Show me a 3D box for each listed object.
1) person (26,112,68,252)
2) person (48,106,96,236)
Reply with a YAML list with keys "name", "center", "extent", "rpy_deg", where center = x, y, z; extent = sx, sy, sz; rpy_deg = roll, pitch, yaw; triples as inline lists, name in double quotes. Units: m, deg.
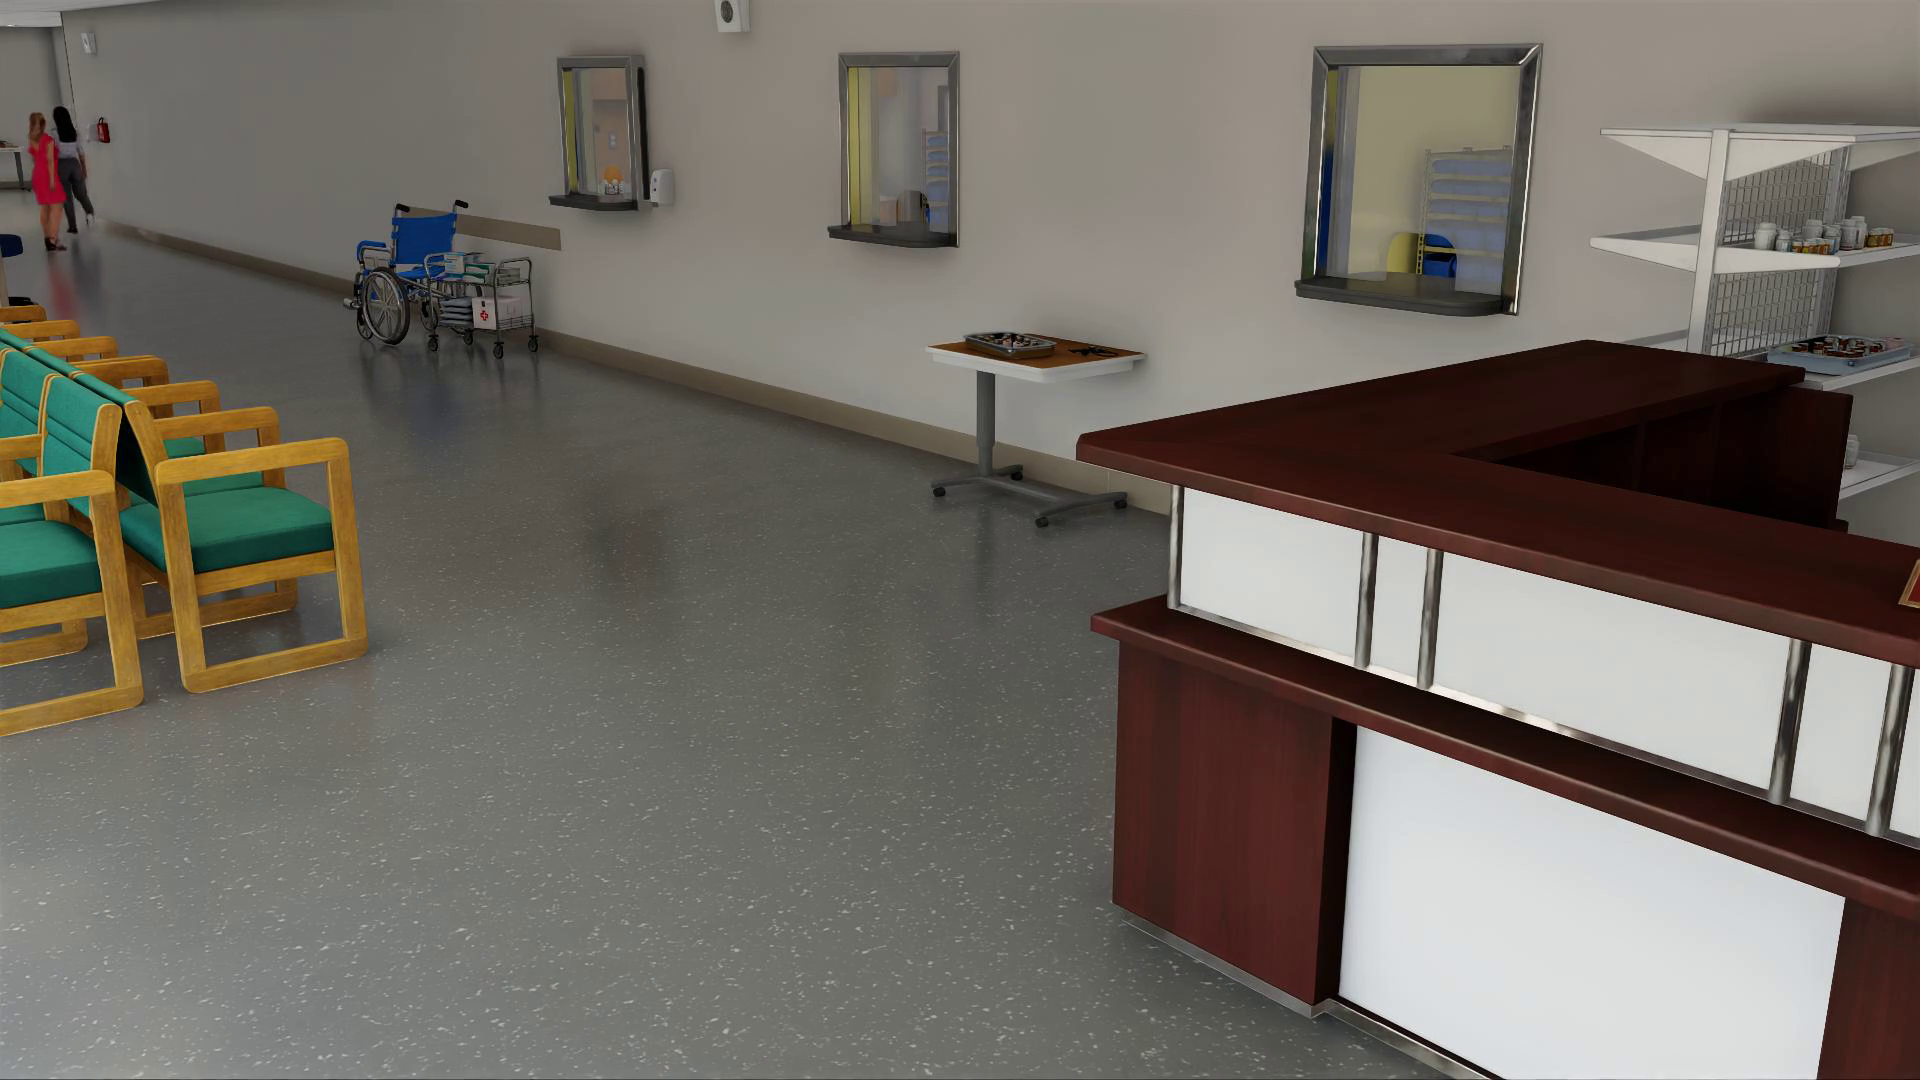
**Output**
- name: "person"
  center: [-11.342, -4.416, 20.582]
  extent: [0.813, 1.686, 0.782]
  rpy_deg: [13, 20, 39]
- name: "person"
  center: [-12.020, -4.973, 22.504]
  extent: [0.736, 1.716, 0.951]
  rpy_deg: [14, 21, 41]
